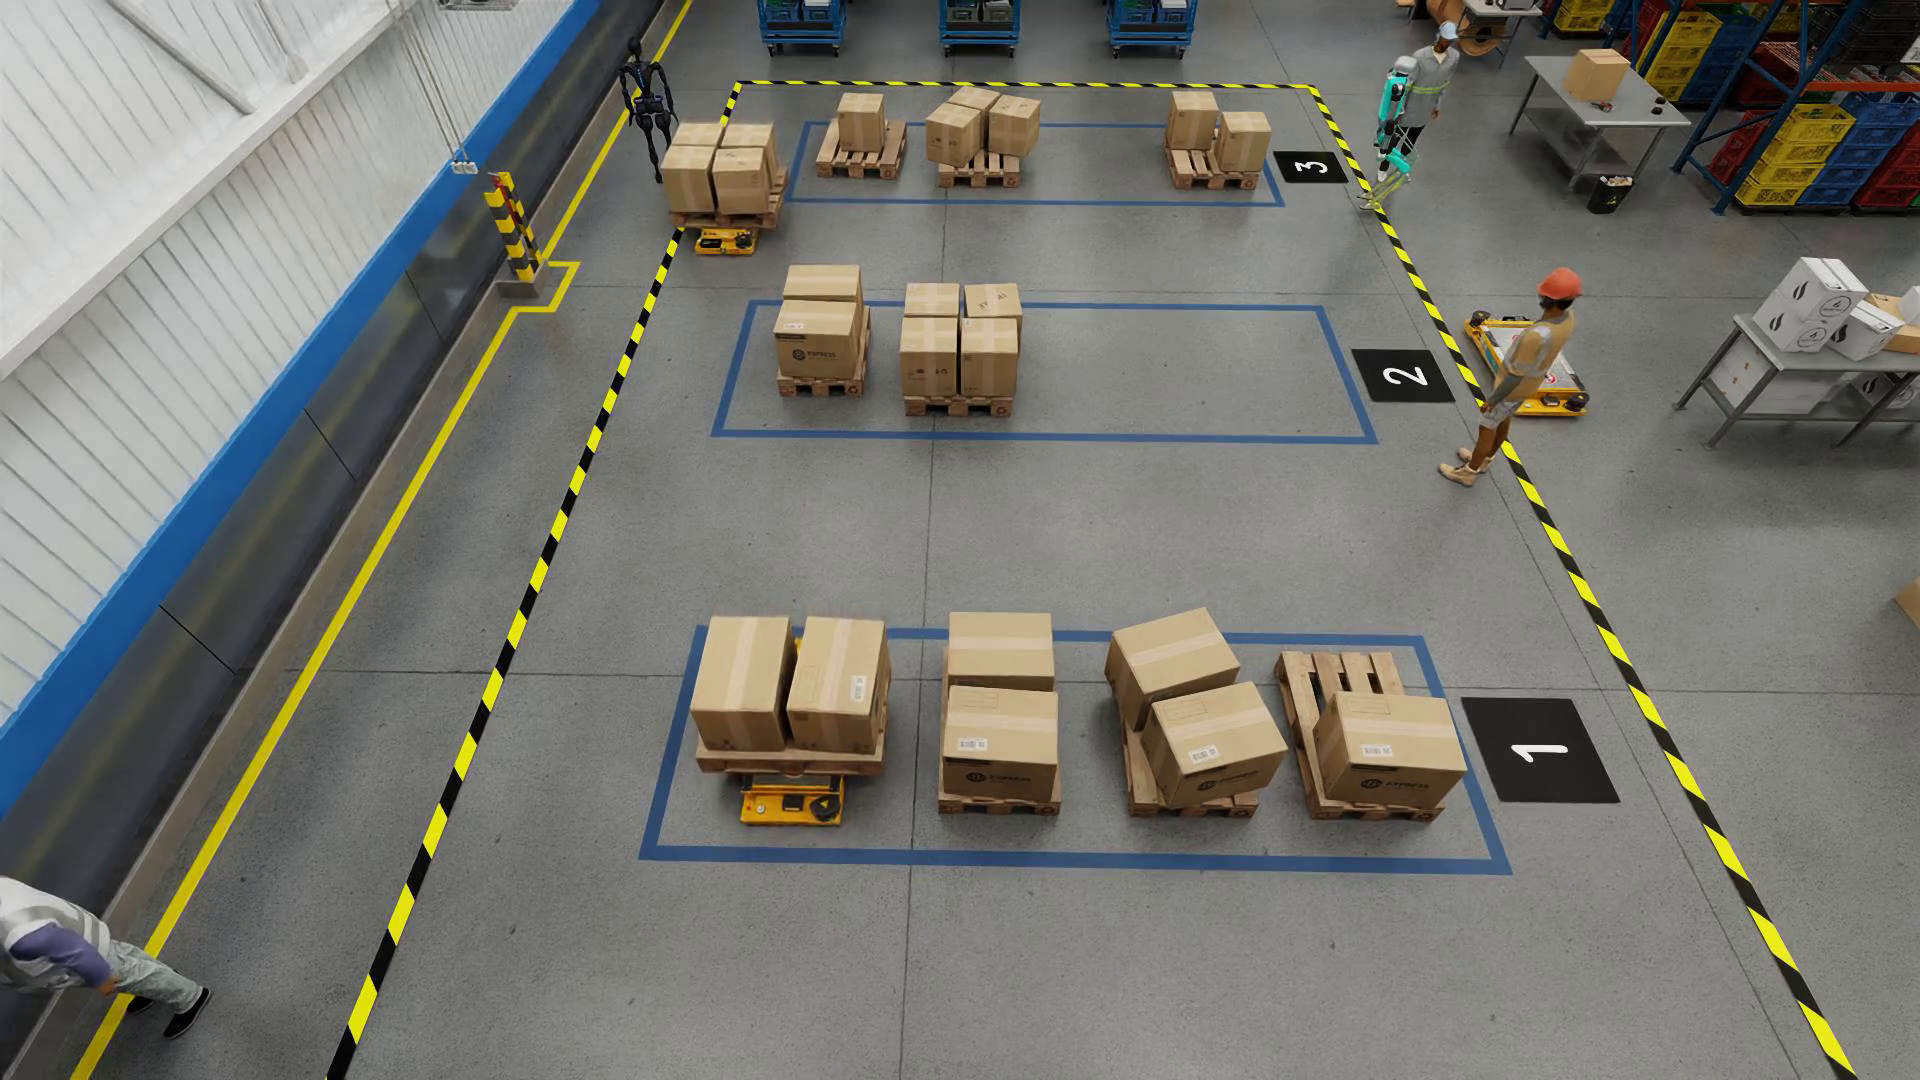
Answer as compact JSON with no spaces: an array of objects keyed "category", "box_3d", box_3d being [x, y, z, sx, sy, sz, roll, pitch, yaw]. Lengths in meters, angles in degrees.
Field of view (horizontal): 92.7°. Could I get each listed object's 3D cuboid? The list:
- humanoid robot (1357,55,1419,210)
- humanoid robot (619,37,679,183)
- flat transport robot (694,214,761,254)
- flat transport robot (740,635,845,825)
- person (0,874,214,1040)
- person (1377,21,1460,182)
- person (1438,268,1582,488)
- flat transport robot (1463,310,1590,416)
[{"category":"humanoid robot","box_3d":[5.024,-4.592,10.448,0.735,1.677,0.533,9,50,8]},{"category":"humanoid robot","box_3d":[-3.738,-5.179,11.073,0.599,1.659,0.315,-7,49,-6]},{"category":"flat transport robot","box_3d":[-2.681,-3.856,10.853,0.652,0.197,1.431,1,49,1]},{"category":"flat transport robot","box_3d":[-1.097,1.273,6.413,0.652,0.197,1.431,1,49,1]},{"category":"person","box_3d":[-4.564,2.120,4.670,0.586,1.822,0.404,21,52,17]},{"category":"person","box_3d":[5.514,-5.221,11.006,0.588,1.852,0.370,-6,49,-6]},{"category":"person","box_3d":[4.485,-1.281,7.476,0.610,2.032,0.398,-30,55,-23]},{"category":"flat transport robot","box_3d":[5.573,-1.757,9.054,0.659,0.231,1.431,1,49,1]}]
